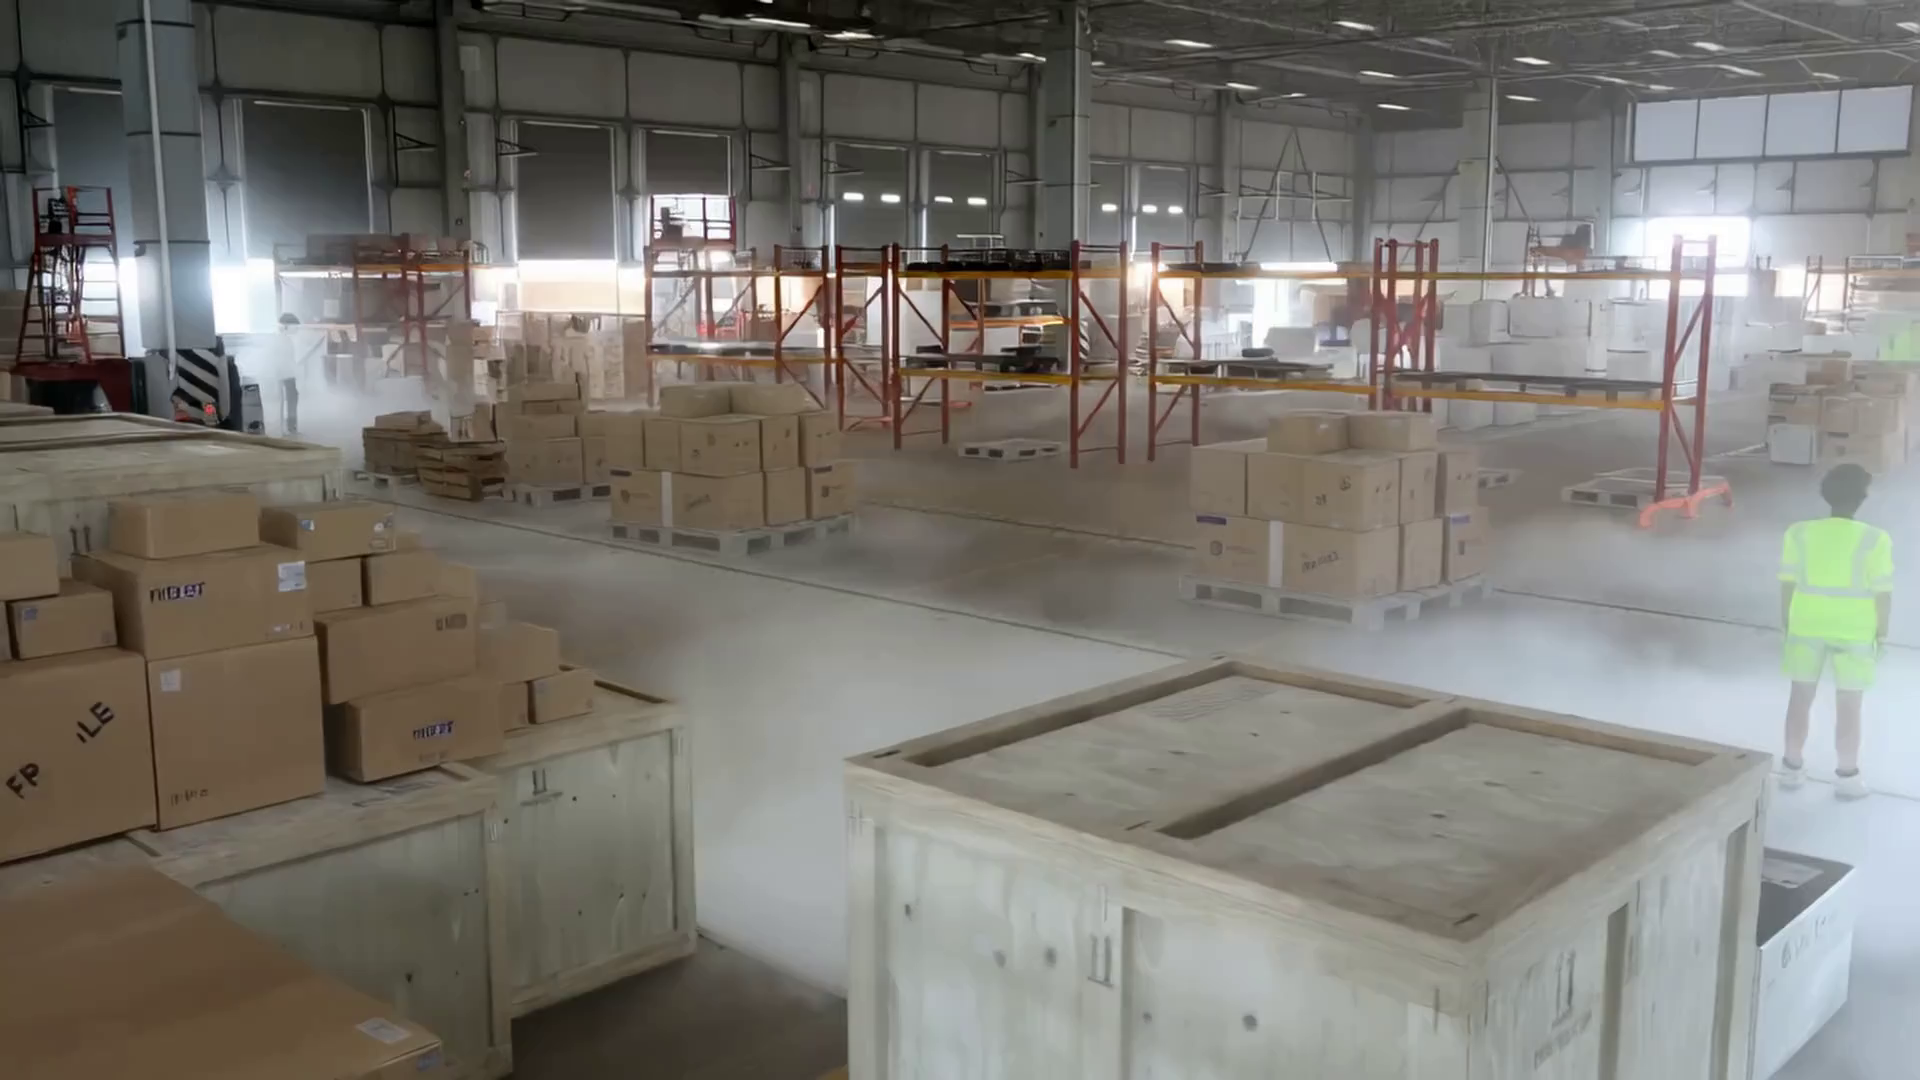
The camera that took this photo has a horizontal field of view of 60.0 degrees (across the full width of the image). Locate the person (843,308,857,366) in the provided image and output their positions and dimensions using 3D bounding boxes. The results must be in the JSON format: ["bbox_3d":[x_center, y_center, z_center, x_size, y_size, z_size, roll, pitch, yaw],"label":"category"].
[{"bbox_3d":[-2.908,-5.303,43.930,0.528,1.626,0.345,8,12,42],"label":"person"}]

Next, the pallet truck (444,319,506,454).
[{"bbox_3d":[-6.981,-1.942,22.150,1.885,1.965,0.823,1,9,9],"label":"pallet truck"}]

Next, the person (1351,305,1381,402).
[{"bbox_3d":[8.086,-3.700,33.109,0.635,1.937,0.352,9,13,43],"label":"person"}]

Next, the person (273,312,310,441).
[{"bbox_3d":[-10.366,-2.524,25.736,0.622,1.990,0.402,9,13,43],"label":"person"}]

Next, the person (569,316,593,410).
[{"bbox_3d":[-6.319,-2.802,27.821,0.533,1.868,0.310,9,13,43],"label":"person"}]

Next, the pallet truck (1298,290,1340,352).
[{"bbox_3d":[11.297,-6.951,52.861,1.885,1.965,0.823,-5,11,-29],"label":"pallet truck"}]

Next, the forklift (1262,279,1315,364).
[{"bbox_3d":[8.555,-6.090,44.881,1.873,2.768,1.129,9,13,43],"label":"forklift"}]

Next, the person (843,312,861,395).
[{"bbox_3d":[-2.262,-3.923,35.073,0.492,1.742,0.319,9,13,43],"label":"person"}]

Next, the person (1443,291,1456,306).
[{"bbox_3d":[16.039,-7.140,54.207,0.635,1.936,0.356,9,13,43],"label":"person"}]

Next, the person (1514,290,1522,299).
[{"bbox_3d":[18.546,-7.344,55.456,0.551,1.934,0.373,9,13,43],"label":"person"}]

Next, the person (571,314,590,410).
[{"bbox_3d":[-6.946,-3.218,30.521,0.405,1.837,0.516,-9,13,-43],"label":"person"}]

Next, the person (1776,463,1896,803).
[{"bbox_3d":[4.381,0.459,8.349,0.540,1.695,0.317,9,13,43],"label":"person"}]

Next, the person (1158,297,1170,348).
[{"bbox_3d":[5.620,-5.870,46.576,0.584,1.883,0.337,9,13,43],"label":"person"}]

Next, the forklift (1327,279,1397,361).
[{"bbox_3d":[11.500,-6.494,47.361,1.873,2.768,1.129,3,10,17],"label":"forklift"}]
